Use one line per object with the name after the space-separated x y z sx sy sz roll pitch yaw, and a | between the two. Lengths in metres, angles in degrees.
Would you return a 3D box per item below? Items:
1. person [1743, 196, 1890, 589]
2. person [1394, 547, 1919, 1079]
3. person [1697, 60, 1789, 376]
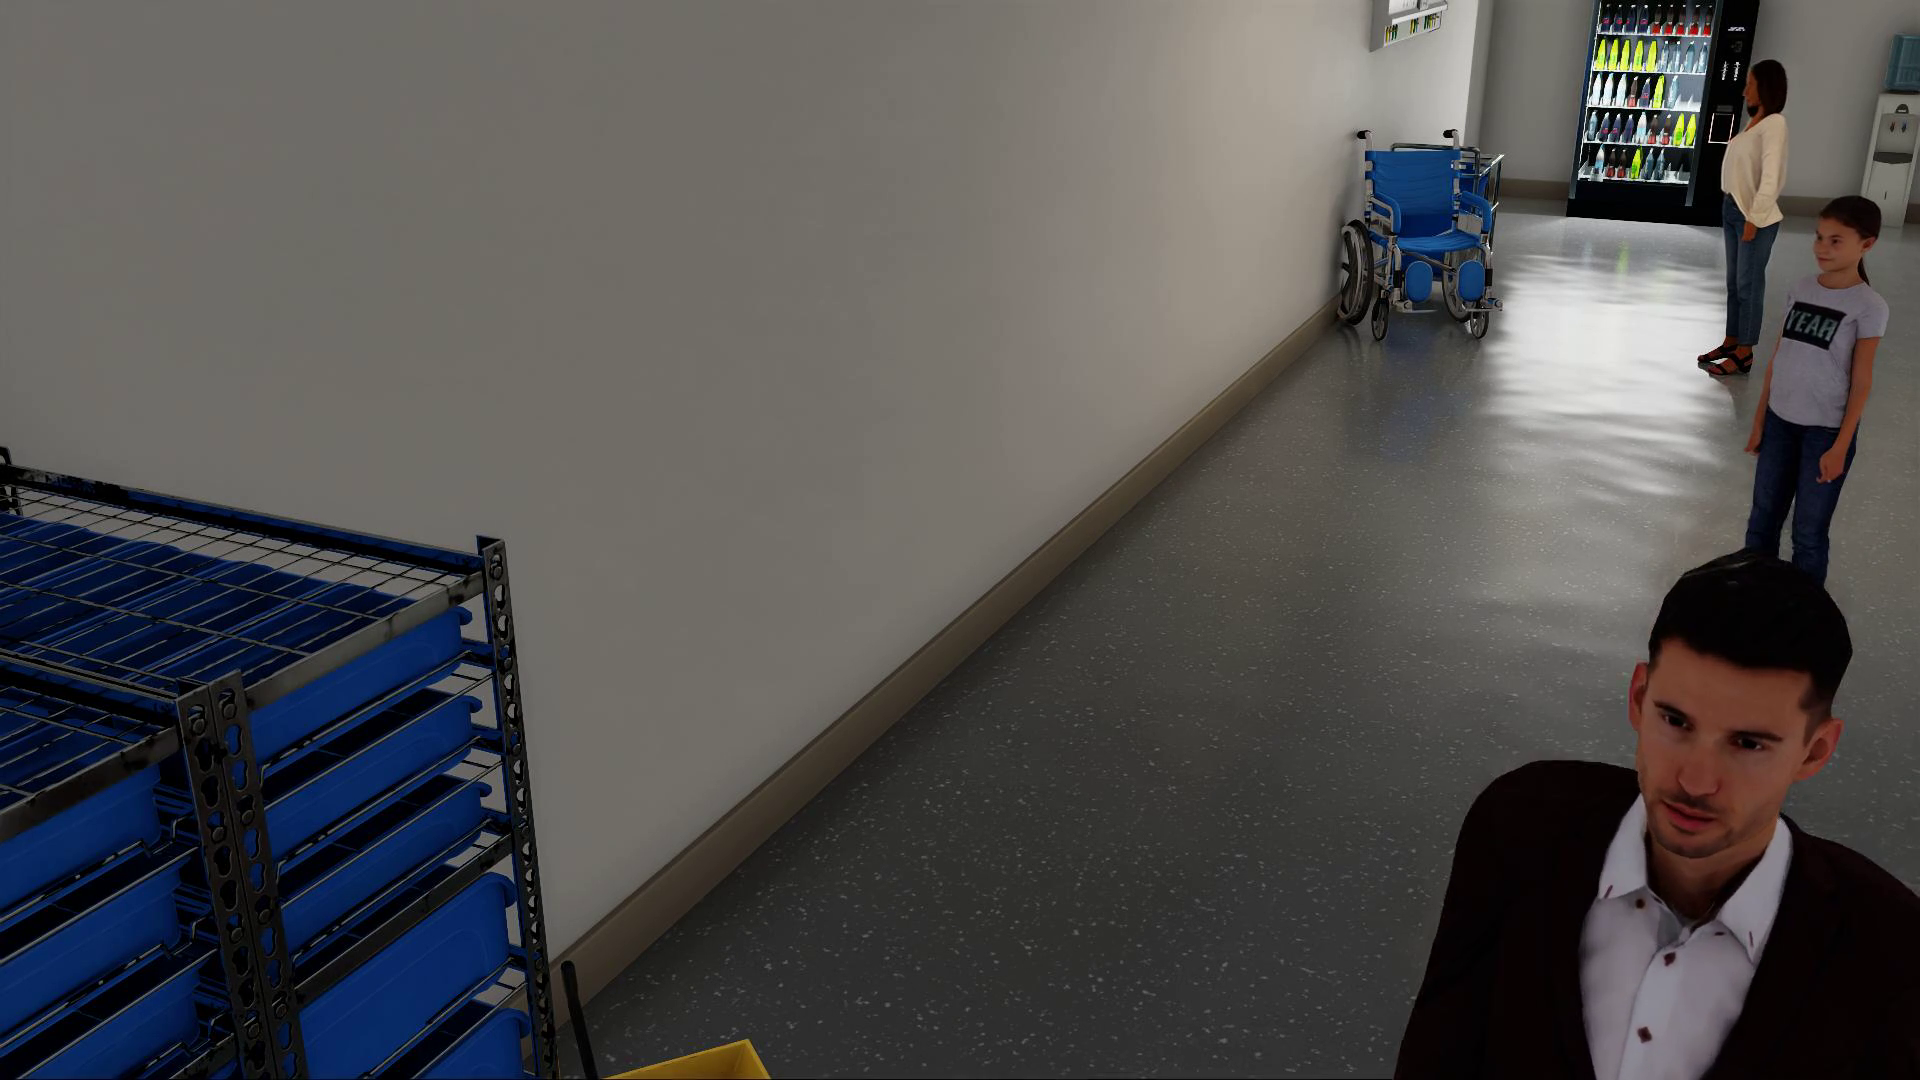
2.866 -0.387 5.615 0.689 1.565 0.619 -10 23 -24 | person
0.745 0.857 1.927 1.050 1.849 0.878 14 25 33 | person
4.312 -1.750 9.055 0.626 1.677 0.669 3 21 9 | person
